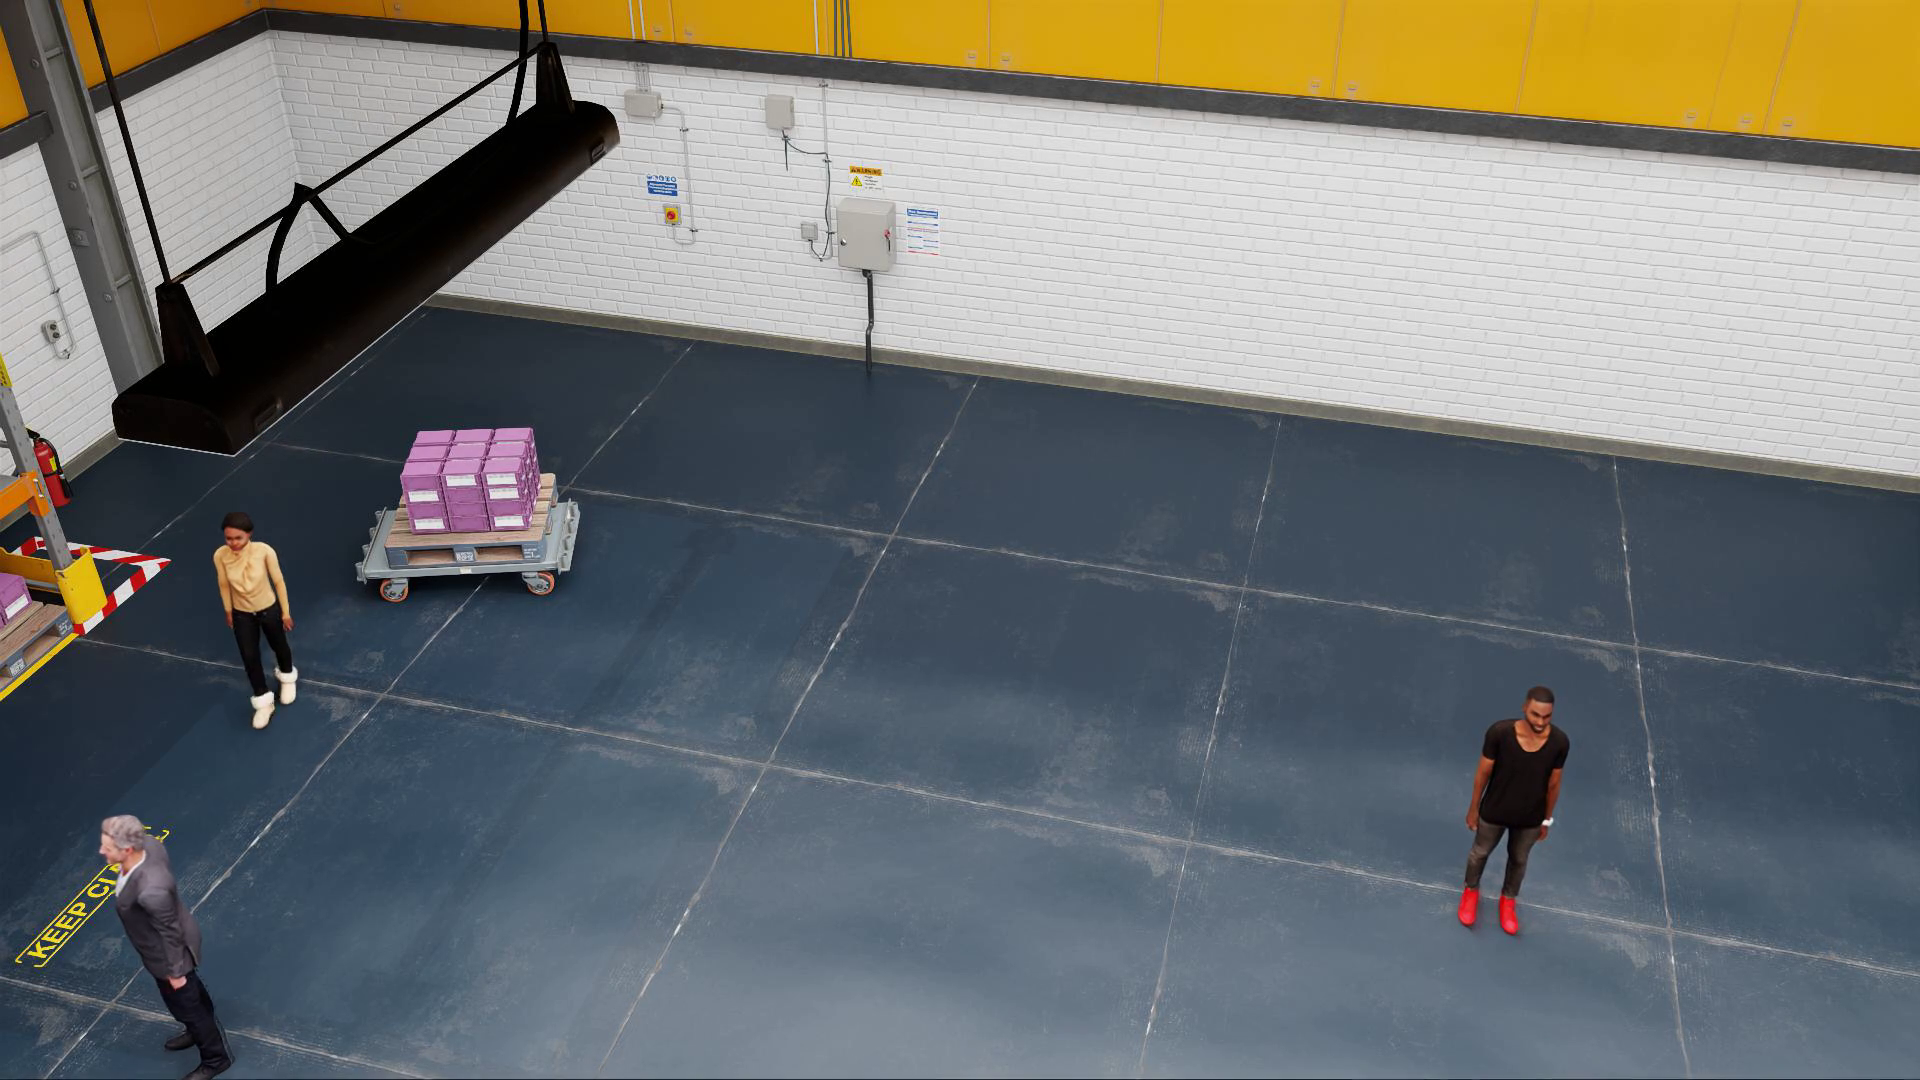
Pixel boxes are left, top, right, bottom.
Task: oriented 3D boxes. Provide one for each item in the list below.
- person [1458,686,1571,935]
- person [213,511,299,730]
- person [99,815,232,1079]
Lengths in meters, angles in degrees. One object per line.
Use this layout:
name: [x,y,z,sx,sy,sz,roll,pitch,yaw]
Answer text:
person: [3.302,1.585,9.942,0.633,1.804,0.515,8,34,12]
person: [-4.959,0.459,11.780,0.829,1.644,0.947,-7,34,-10]
person: [-4.298,2.181,9.011,0.865,1.841,0.812,-19,38,-26]
